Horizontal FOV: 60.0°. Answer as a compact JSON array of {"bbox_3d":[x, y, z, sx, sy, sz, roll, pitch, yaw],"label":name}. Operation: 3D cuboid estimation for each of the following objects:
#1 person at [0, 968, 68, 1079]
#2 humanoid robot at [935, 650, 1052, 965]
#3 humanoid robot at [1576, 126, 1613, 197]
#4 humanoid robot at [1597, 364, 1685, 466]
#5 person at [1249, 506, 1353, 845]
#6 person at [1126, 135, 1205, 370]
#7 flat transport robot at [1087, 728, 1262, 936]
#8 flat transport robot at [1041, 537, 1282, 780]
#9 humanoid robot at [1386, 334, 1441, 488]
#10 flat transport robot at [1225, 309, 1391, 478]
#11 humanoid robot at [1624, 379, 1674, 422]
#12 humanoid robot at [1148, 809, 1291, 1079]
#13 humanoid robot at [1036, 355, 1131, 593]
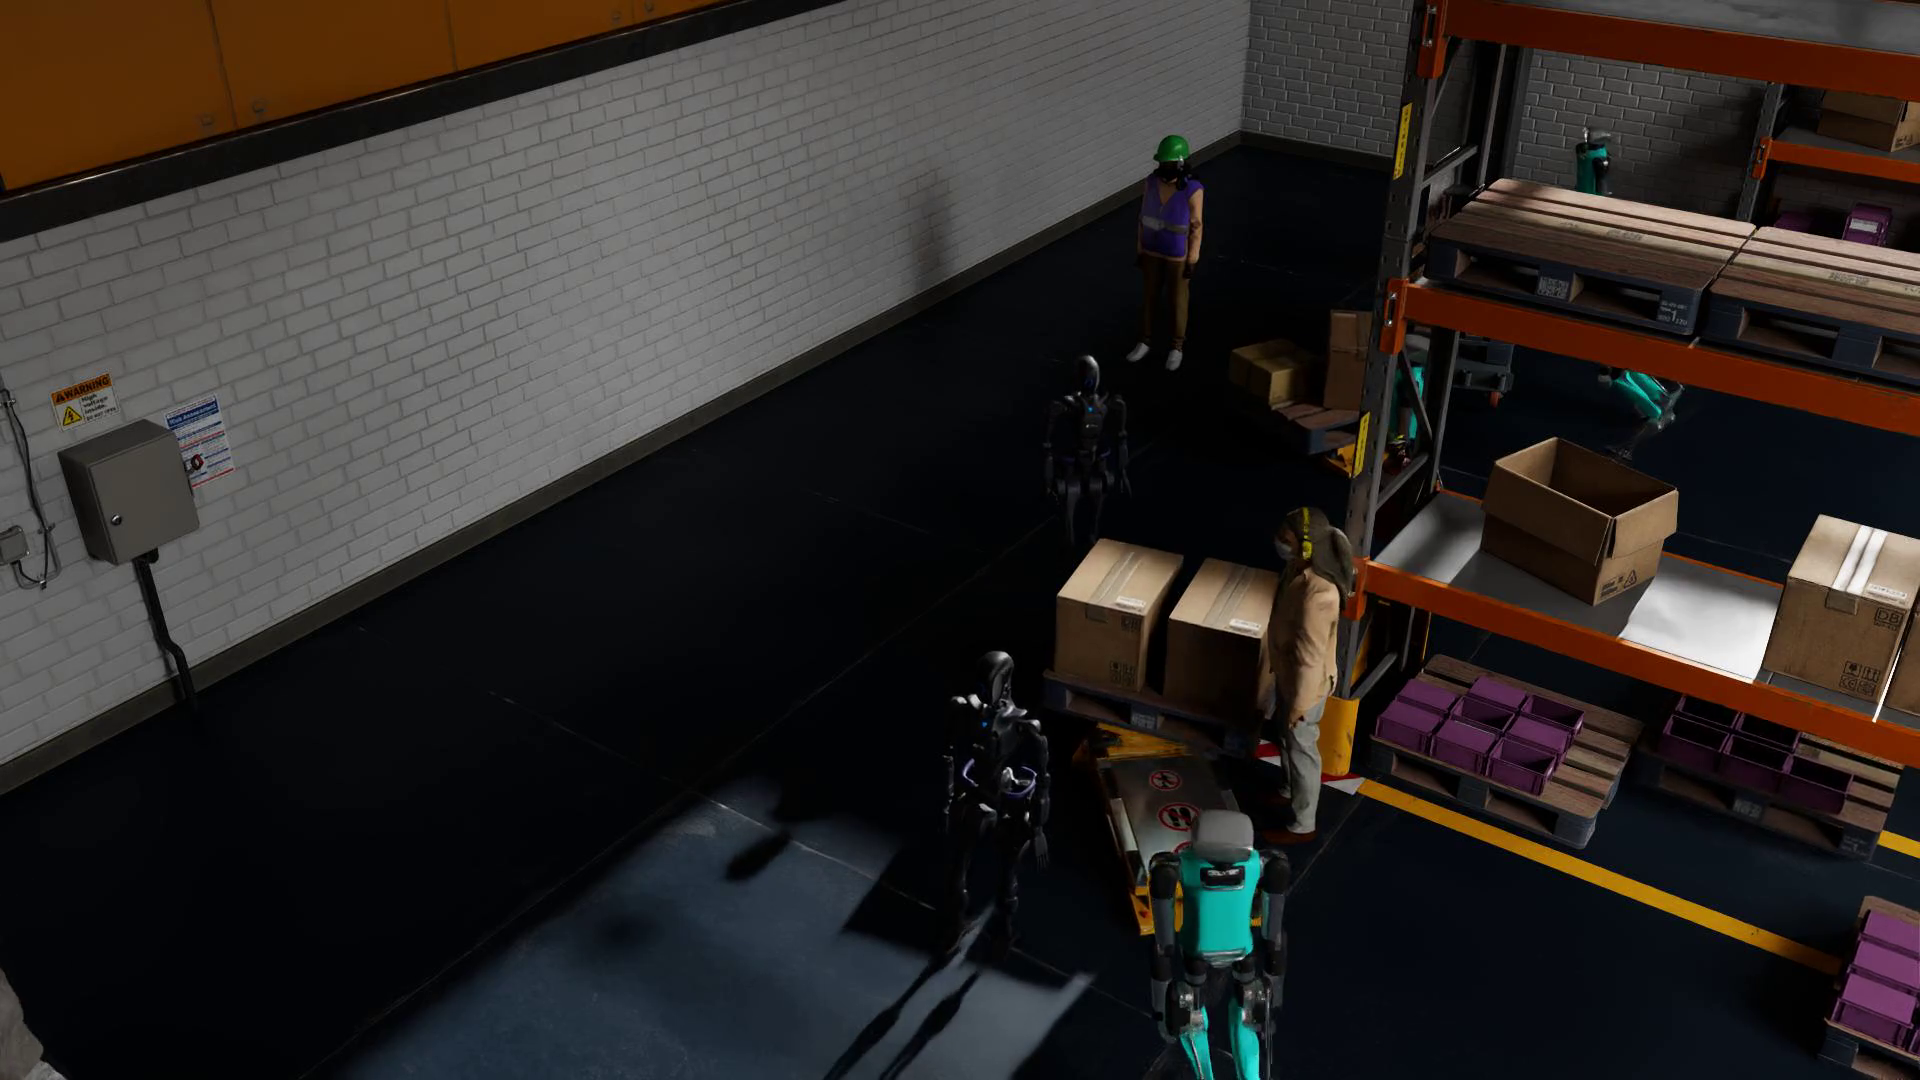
[{"bbox_3d":[-3.848,1.876,6.268,0.529,1.788,0.925,26,39,37],"label":"person"},{"bbox_3d":[0.150,1.237,7.480,0.594,1.657,0.381,15,33,24],"label":"humanoid robot"},{"bbox_3d":[5.514,-2.621,14.120,0.770,1.780,0.530,-1,30,-1],"label":"humanoid robot"},{"bbox_3d":[4.801,-1.257,11.617,0.533,1.677,0.735,-25,38,-36],"label":"humanoid robot"},{"bbox_3d":[1.691,0.669,8.288,0.391,1.868,0.558,1,30,1],"label":"person"},{"bbox_3d":[1.682,-2.329,13.420,0.532,1.928,0.421,18,34,28],"label":"person"},{"bbox_3d":[1.094,1.452,8.520,0.659,0.231,1.431,-3,30,-6],"label":"flat transport robot"},{"bbox_3d":[1.188,0.918,9.447,0.659,0.231,1.431,13,32,21],"label":"flat transport robot"},{"bbox_3d":[2.886,-0.375,10.243,0.671,1.820,0.554,7,31,12],"label":"humanoid robot"},{"bbox_3d":[2.731,-0.890,12.583,0.659,0.231,1.431,-15,33,-24],"label":"flat transport robot"},{"bbox_3d":[5.280,-1.604,12.406,0.607,1.646,0.345,8,31,13],"label":"humanoid robot"},{"bbox_3d":[1.014,1.920,6.285,0.564,1.757,1.021,-3,30,-6],"label":"humanoid robot"},{"bbox_3d":[0.775,-0.413,10.356,0.609,1.642,0.366,-7,31,-11],"label":"humanoid robot"}]
